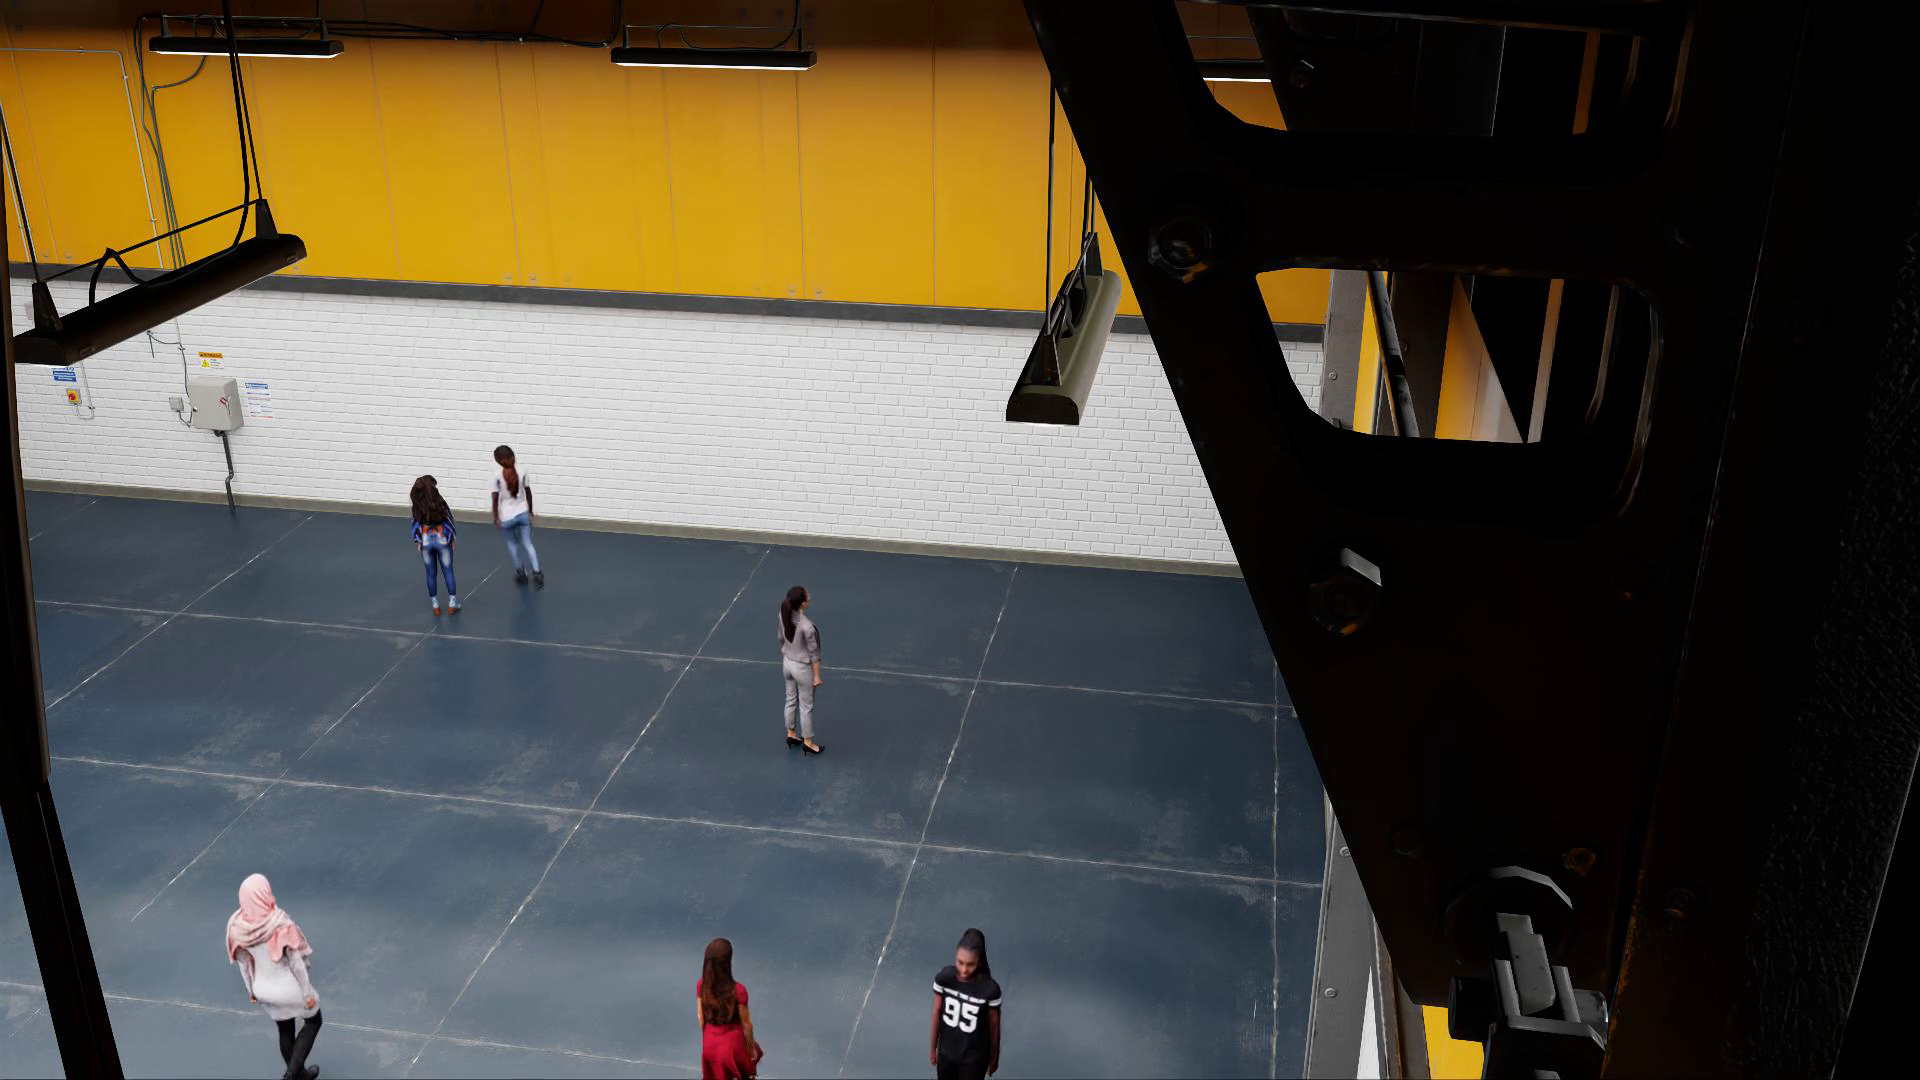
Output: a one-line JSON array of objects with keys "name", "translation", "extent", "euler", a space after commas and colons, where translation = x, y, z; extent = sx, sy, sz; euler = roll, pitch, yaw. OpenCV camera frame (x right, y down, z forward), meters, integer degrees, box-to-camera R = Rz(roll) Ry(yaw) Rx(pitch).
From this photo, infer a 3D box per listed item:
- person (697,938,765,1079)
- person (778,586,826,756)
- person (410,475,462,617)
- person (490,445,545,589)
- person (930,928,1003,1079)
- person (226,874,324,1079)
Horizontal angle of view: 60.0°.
[{"name": "person", "translation": [-1.535, 3.289, 10.765], "extent": [0.584, 1.548, 0.711], "euler": [7, 25, 15]}, {"name": "person", "translation": [-1.486, 1.202, 15.378], "extent": [0.727, 1.677, 0.751], "euler": [20, 30, 38]}, {"name": "person", "translation": [-5.710, 0.042, 18.107], "extent": [0.665, 1.617, 0.633], "euler": [-2, 24, -5]}, {"name": "person", "translation": [-4.981, -0.225, 18.617], "extent": [0.761, 1.699, 0.817], "euler": [-12, 26, -25]}, {"name": "person", "translation": [0.052, 3.227, 10.697], "extent": [0.731, 1.717, 0.988], "euler": [9, 25, 19]}, {"name": "person", "translation": [-4.536, 3.036, 11.036], "extent": [0.668, 1.795, 0.802], "euler": [2, 24, 6]}]
